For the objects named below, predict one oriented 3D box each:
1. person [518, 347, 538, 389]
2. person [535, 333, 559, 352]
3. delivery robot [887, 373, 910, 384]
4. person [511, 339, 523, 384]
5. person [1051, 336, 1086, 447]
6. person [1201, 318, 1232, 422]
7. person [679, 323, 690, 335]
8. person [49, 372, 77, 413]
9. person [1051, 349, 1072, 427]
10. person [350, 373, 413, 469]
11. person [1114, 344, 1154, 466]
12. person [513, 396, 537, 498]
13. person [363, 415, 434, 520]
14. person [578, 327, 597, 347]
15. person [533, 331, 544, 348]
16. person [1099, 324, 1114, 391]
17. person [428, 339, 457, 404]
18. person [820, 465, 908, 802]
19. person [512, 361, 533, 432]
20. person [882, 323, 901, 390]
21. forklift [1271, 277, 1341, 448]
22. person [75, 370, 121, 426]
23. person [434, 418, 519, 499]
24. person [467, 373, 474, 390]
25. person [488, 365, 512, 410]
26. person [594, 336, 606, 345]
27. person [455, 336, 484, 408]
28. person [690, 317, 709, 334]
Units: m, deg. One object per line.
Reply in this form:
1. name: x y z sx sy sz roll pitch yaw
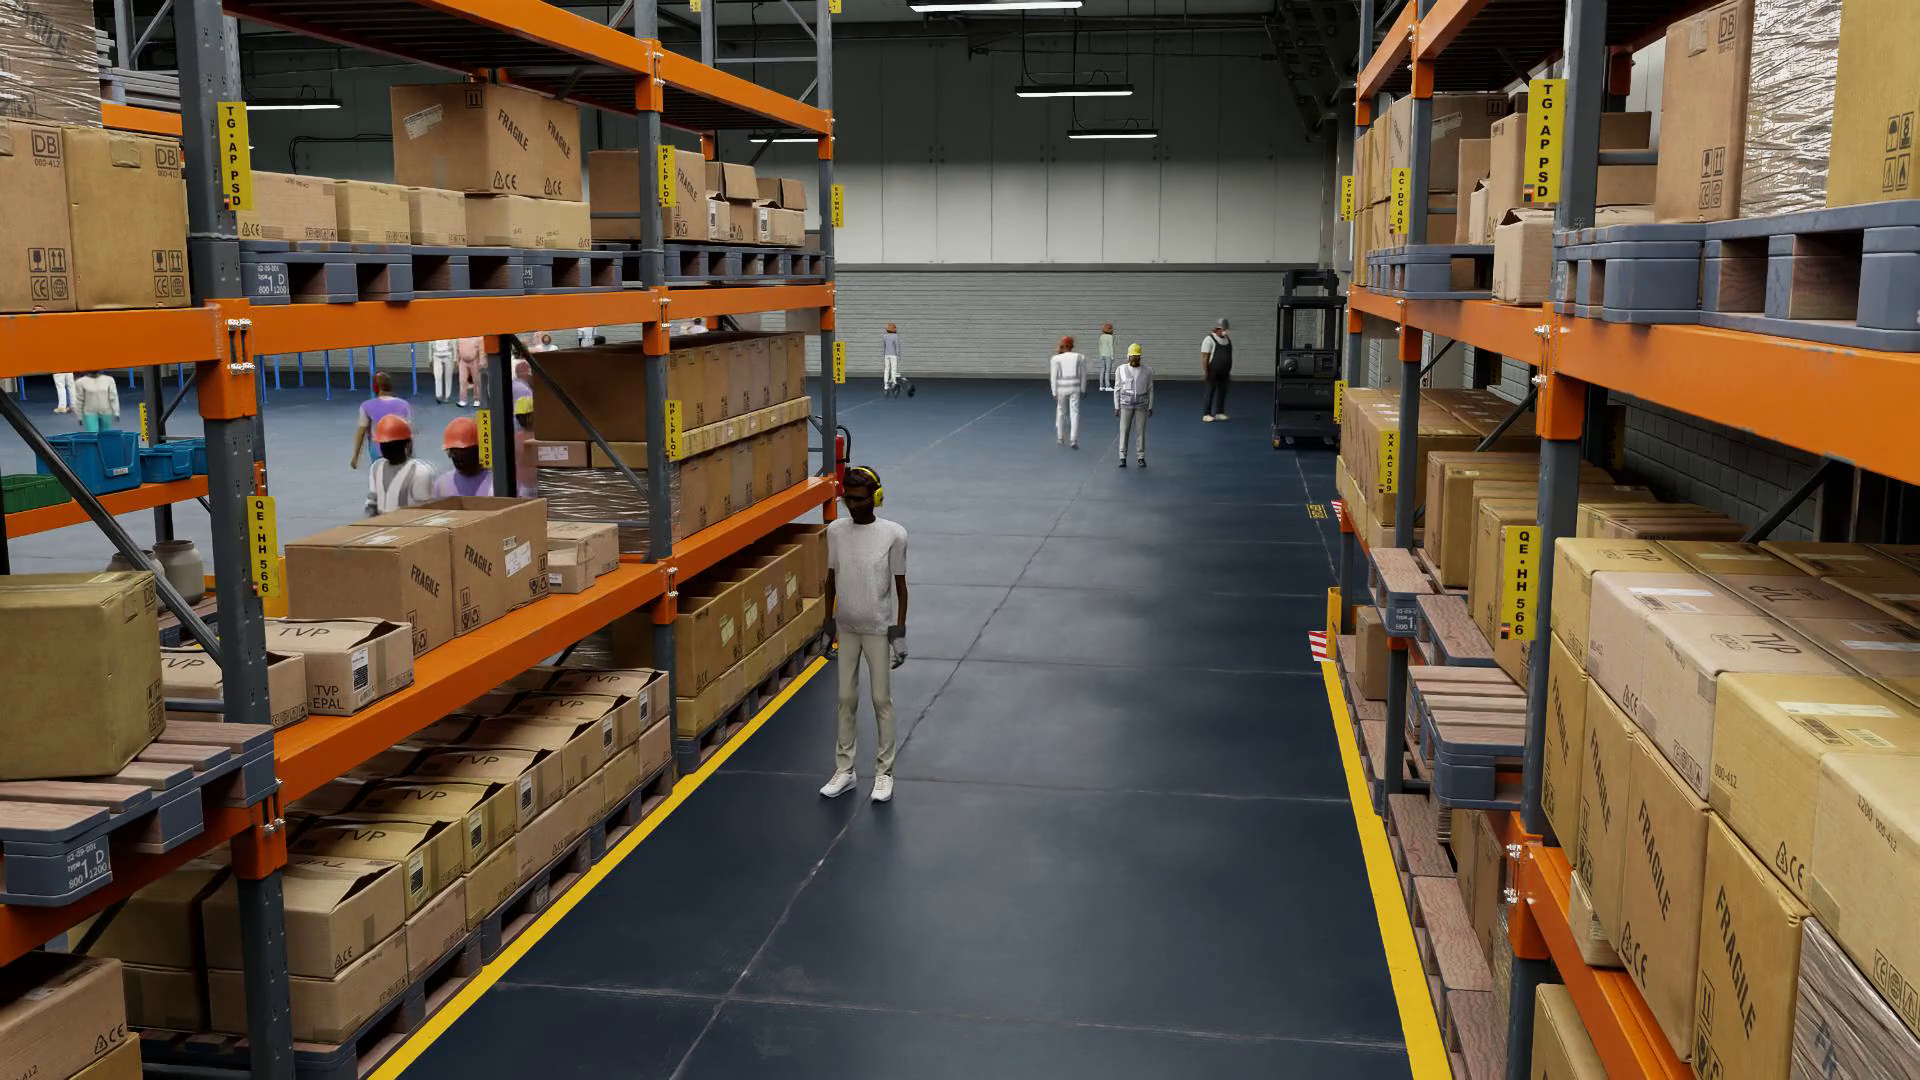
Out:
1. person: -5.379 -1.435 20.939 0.915 1.957 0.642 6 11 31
2. person: -8.769 -3.599 35.332 0.519 1.617 0.742 -2 9 -10
3. delivery robot: -1.431 -3.774 38.710 0.335 0.223 0.698 5 11 30
4. person: -7.042 -2.313 26.715 0.596 1.830 1.021 2 9 12
5. person: 1.818 -2.482 27.794 0.591 1.837 0.999 0 9 0
6. person: 5.036 -3.315 32.393 0.701 2.000 0.539 -5 10 -28
7. person: -5.530 -3.404 33.374 0.682 1.855 0.988 2 9 12
8. person: -18.605 -3.566 34.430 0.429 1.839 0.633 3 10 18
9. person: 1.992 -2.923 31.227 0.520 1.581 0.868 5 10 28
10. person: -6.352 -0.924 18.244 0.935 1.805 0.591 7 12 38
11. person: 2.603 -2.020 24.916 0.600 1.832 0.404 0 9 0
12. person: -4.111 -0.550 16.188 0.519 1.722 0.896 3 10 17
13. person: -4.104 0.007 12.281 0.559 1.891 1.006 6 11 33
14. person: -10.210 -5.310 45.623 0.530 1.697 0.321 -5 10 -28
15. person: -10.747 -4.824 42.413 0.308 1.769 0.524 -4 10 -21
16. person: 3.586 -4.450 40.516 0.266 1.631 0.507 -6 11 -32
17. person: -11.347 -3.935 36.511 0.641 1.893 0.979 -2 9 -11
18. person: -0.533 0.513 9.201 0.517 1.865 0.328 3 10 19
19. person: -5.072 -1.139 19.391 0.397 1.872 0.752 -2 9 -14
20. person: -1.683 -4.508 40.874 0.507 1.631 0.280 6 11 35
21. forklift: 5.847 -3.016 27.970 1.129 2.768 1.873 1 9 9
22. person: -12.256 -1.770 23.708 0.527 1.726 0.852 -8 12 -42
23. person: -3.169 0.178 10.958 0.610 1.980 1.103 1 9 8
24. person: -12.152 -4.556 40.973 0.318 1.695 0.539 0 9 1
25. person: -6.360 -1.655 22.737 0.774 1.820 0.521 -4 10 -25
26. person: -7.045 -3.160 32.508 0.909 1.651 0.528 -6 11 -34
27. person: -10.476 -3.750 35.455 0.663 1.862 0.947 0 9 2
28. person: -6.445 -4.672 41.178 0.668 1.860 0.969 2 9 12
